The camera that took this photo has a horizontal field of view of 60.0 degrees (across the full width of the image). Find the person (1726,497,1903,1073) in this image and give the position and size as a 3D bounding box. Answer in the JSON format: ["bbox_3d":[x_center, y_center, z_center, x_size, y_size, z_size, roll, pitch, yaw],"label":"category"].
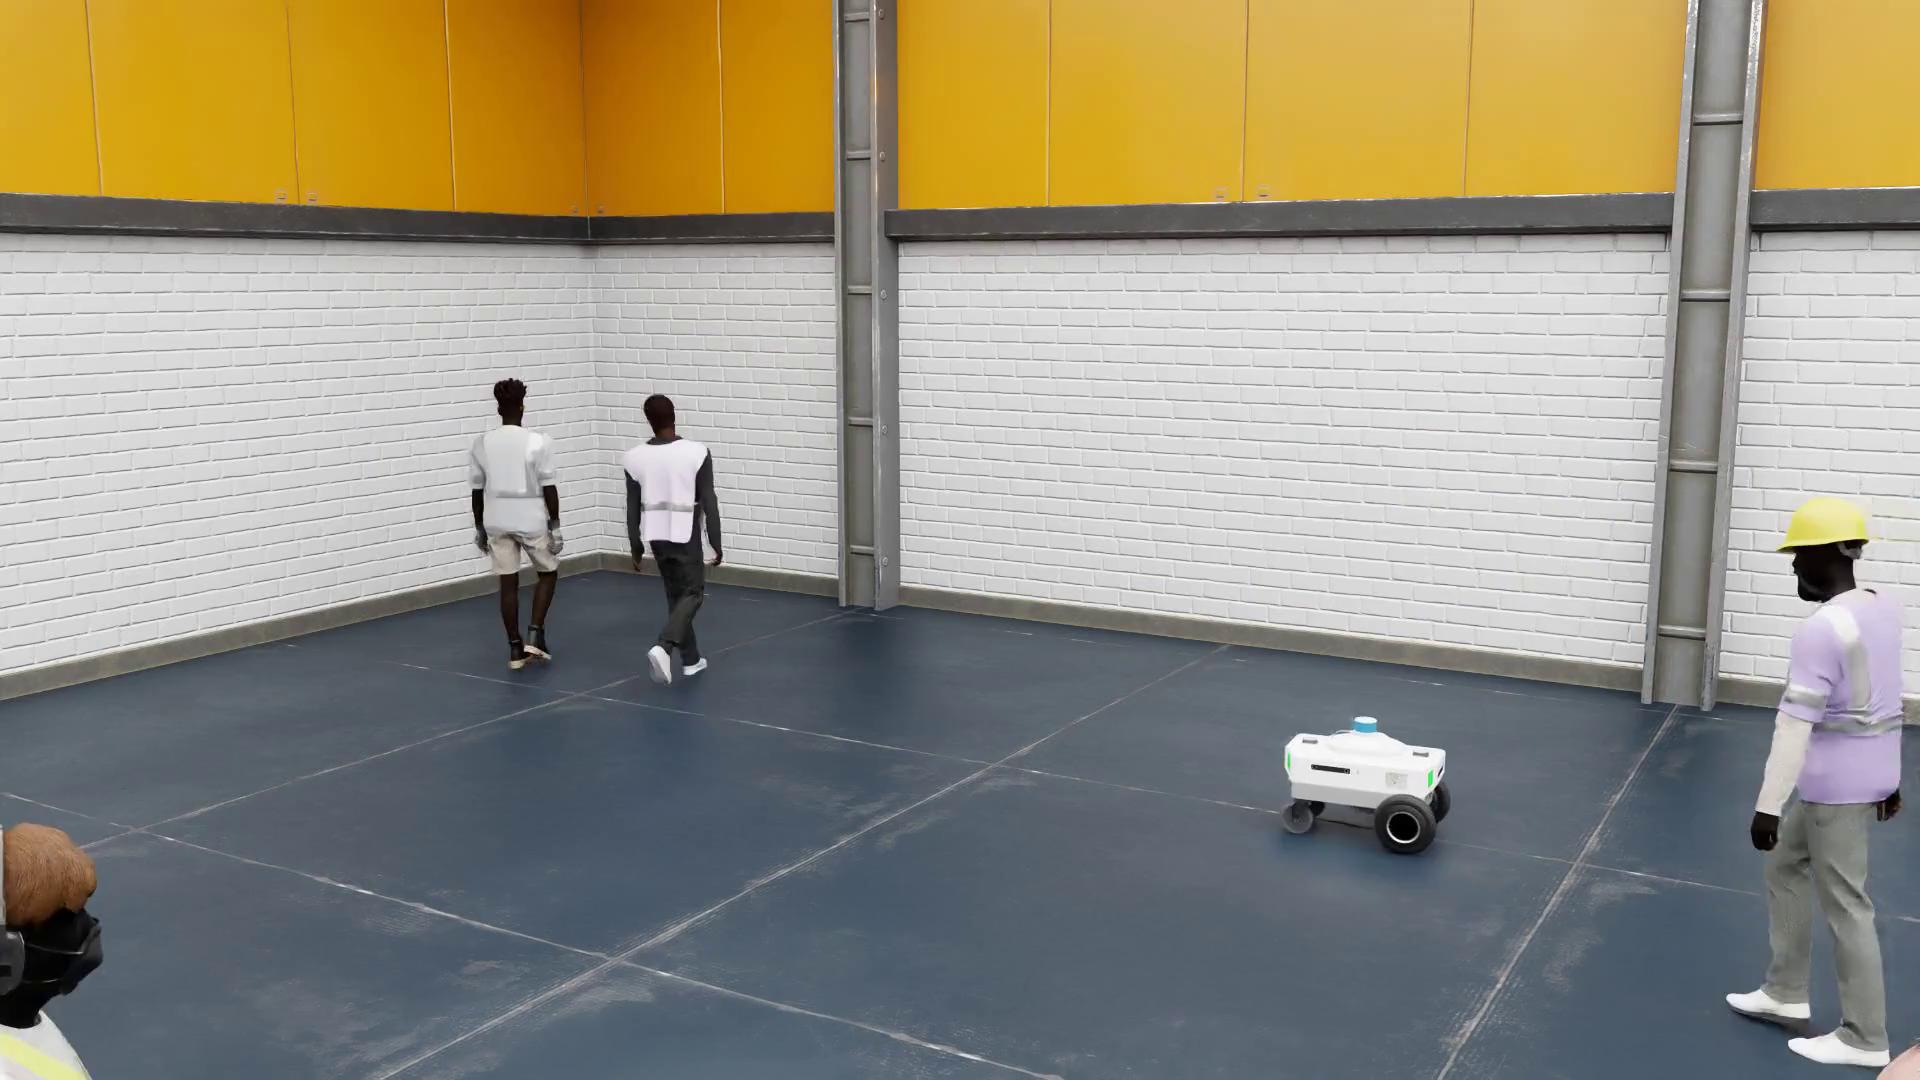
[{"bbox_3d":[2.907,0.808,5.641,0.731,1.883,0.713,-8,12,-42],"label":"person"}]

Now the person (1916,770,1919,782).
[{"bbox_3d":[4.882,0.491,7.821,0.475,1.820,0.600,3,10,21],"label":"person"}]

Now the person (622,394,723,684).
[{"bbox_3d":[-1.858,-0.004,10.761,0.611,1.874,0.799,2,9,15],"label":"person"}]

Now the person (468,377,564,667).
[{"bbox_3d":[-2.968,-0.110,11.153,0.644,1.953,0.407,1,9,4],"label":"person"}]

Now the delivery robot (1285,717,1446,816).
[{"bbox_3d":[1.900,1.077,7.830,0.707,0.478,0.477,4,10,24],"label":"delivery robot"}]

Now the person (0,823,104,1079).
[{"bbox_3d":[-1.457,1.332,2.578,0.434,1.833,0.627,-7,11,-36],"label":"person"}]

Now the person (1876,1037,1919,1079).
[{"bbox_3d":[1.531,1.304,2.503,0.661,1.909,0.406,-4,10,-22],"label":"person"}]
